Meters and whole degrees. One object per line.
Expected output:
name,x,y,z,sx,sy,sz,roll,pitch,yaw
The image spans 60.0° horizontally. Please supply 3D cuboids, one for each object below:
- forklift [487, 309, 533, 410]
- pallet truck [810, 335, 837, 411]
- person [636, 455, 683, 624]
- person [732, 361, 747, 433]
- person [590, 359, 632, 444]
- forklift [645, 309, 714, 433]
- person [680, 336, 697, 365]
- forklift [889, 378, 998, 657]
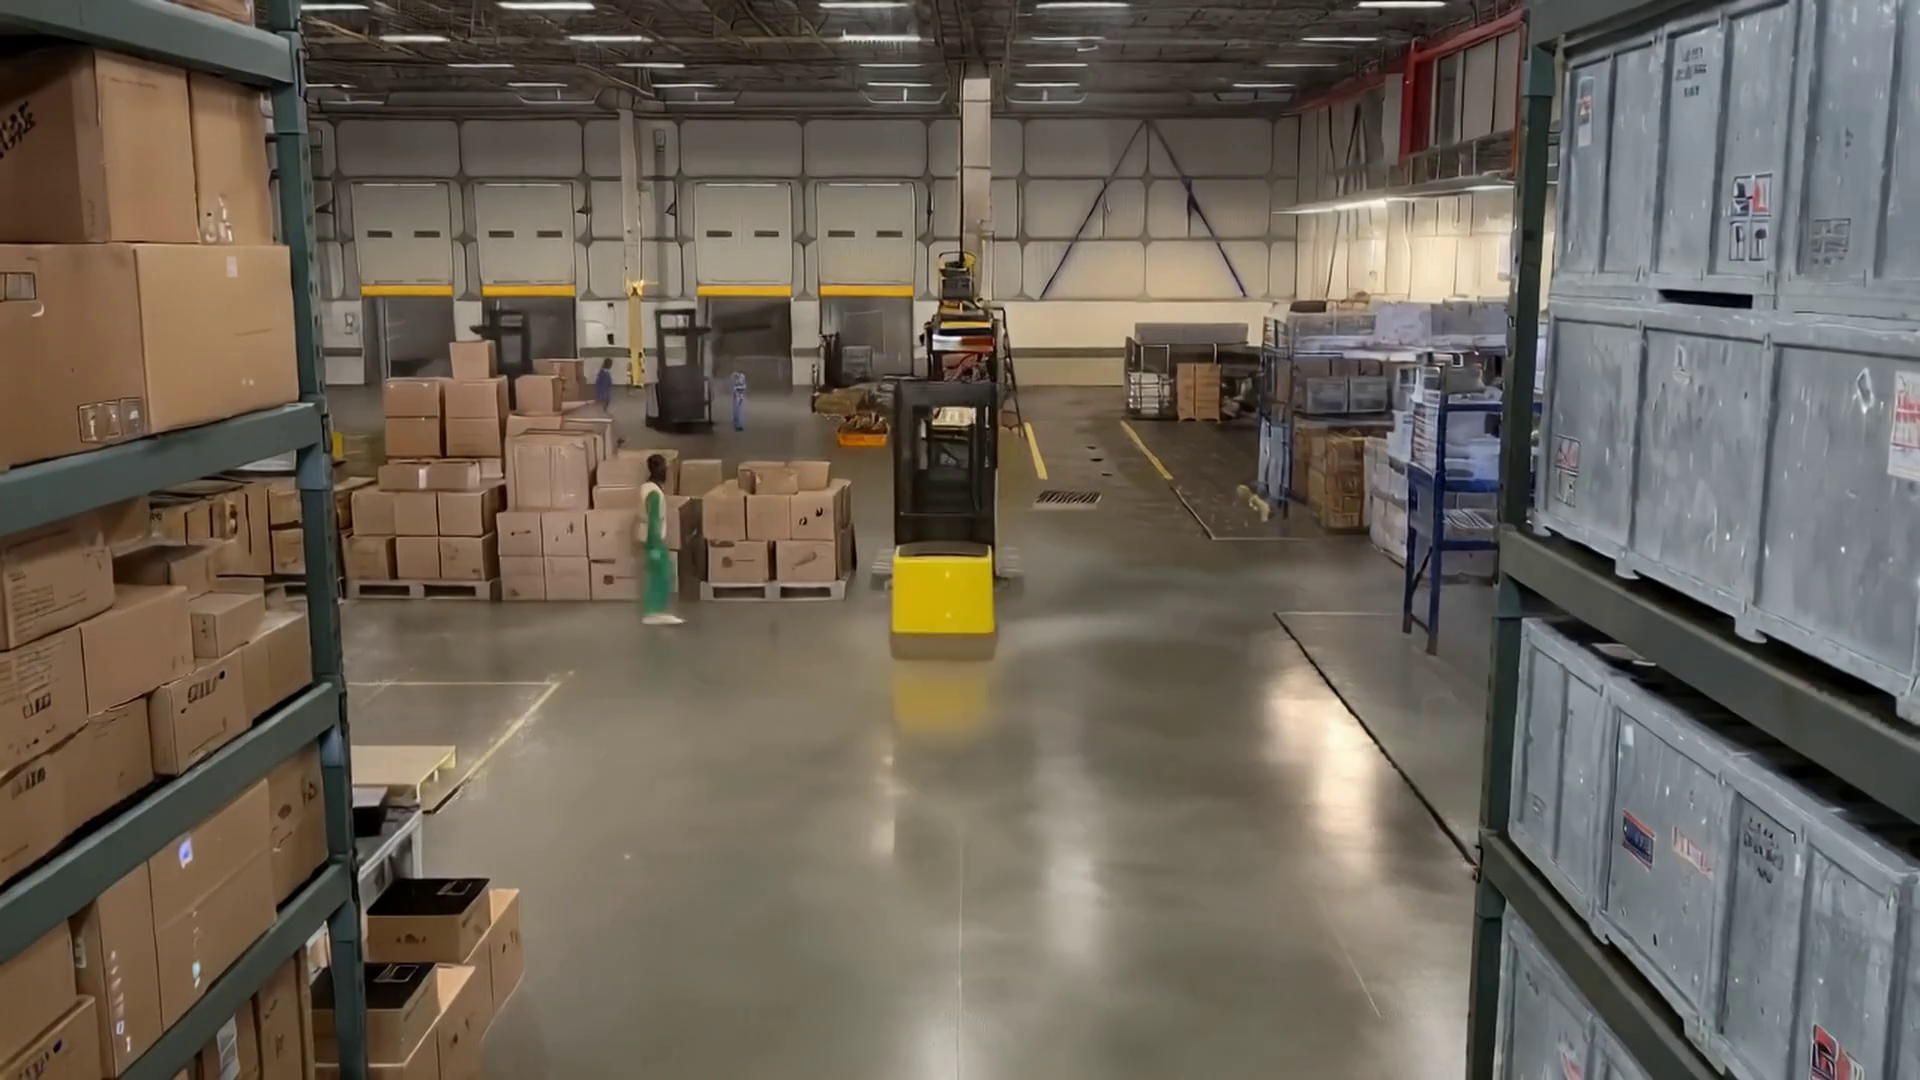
forklift,-10.359,-3.940,38.434,1.129,2.768,1.873,-8,13,-38
pallet truck,-3.021,-4.312,43.126,1.885,1.965,0.823,3,10,17
person,-3.309,-0.001,18.502,0.591,1.904,0.631,-2,10,-14
person,-5.092,-3.299,38.312,0.310,1.638,0.523,3,10,17
person,-7.668,-2.971,35.783,1.089,1.871,0.661,2,10,12
forklift,-6.574,-3.962,38.561,1.129,2.768,1.873,-5,11,-27
person,-7.653,-4.855,46.584,0.978,1.882,0.567,4,11,24
forklift,-0.166,-0.303,17.448,1.129,2.768,1.873,0,10,1
